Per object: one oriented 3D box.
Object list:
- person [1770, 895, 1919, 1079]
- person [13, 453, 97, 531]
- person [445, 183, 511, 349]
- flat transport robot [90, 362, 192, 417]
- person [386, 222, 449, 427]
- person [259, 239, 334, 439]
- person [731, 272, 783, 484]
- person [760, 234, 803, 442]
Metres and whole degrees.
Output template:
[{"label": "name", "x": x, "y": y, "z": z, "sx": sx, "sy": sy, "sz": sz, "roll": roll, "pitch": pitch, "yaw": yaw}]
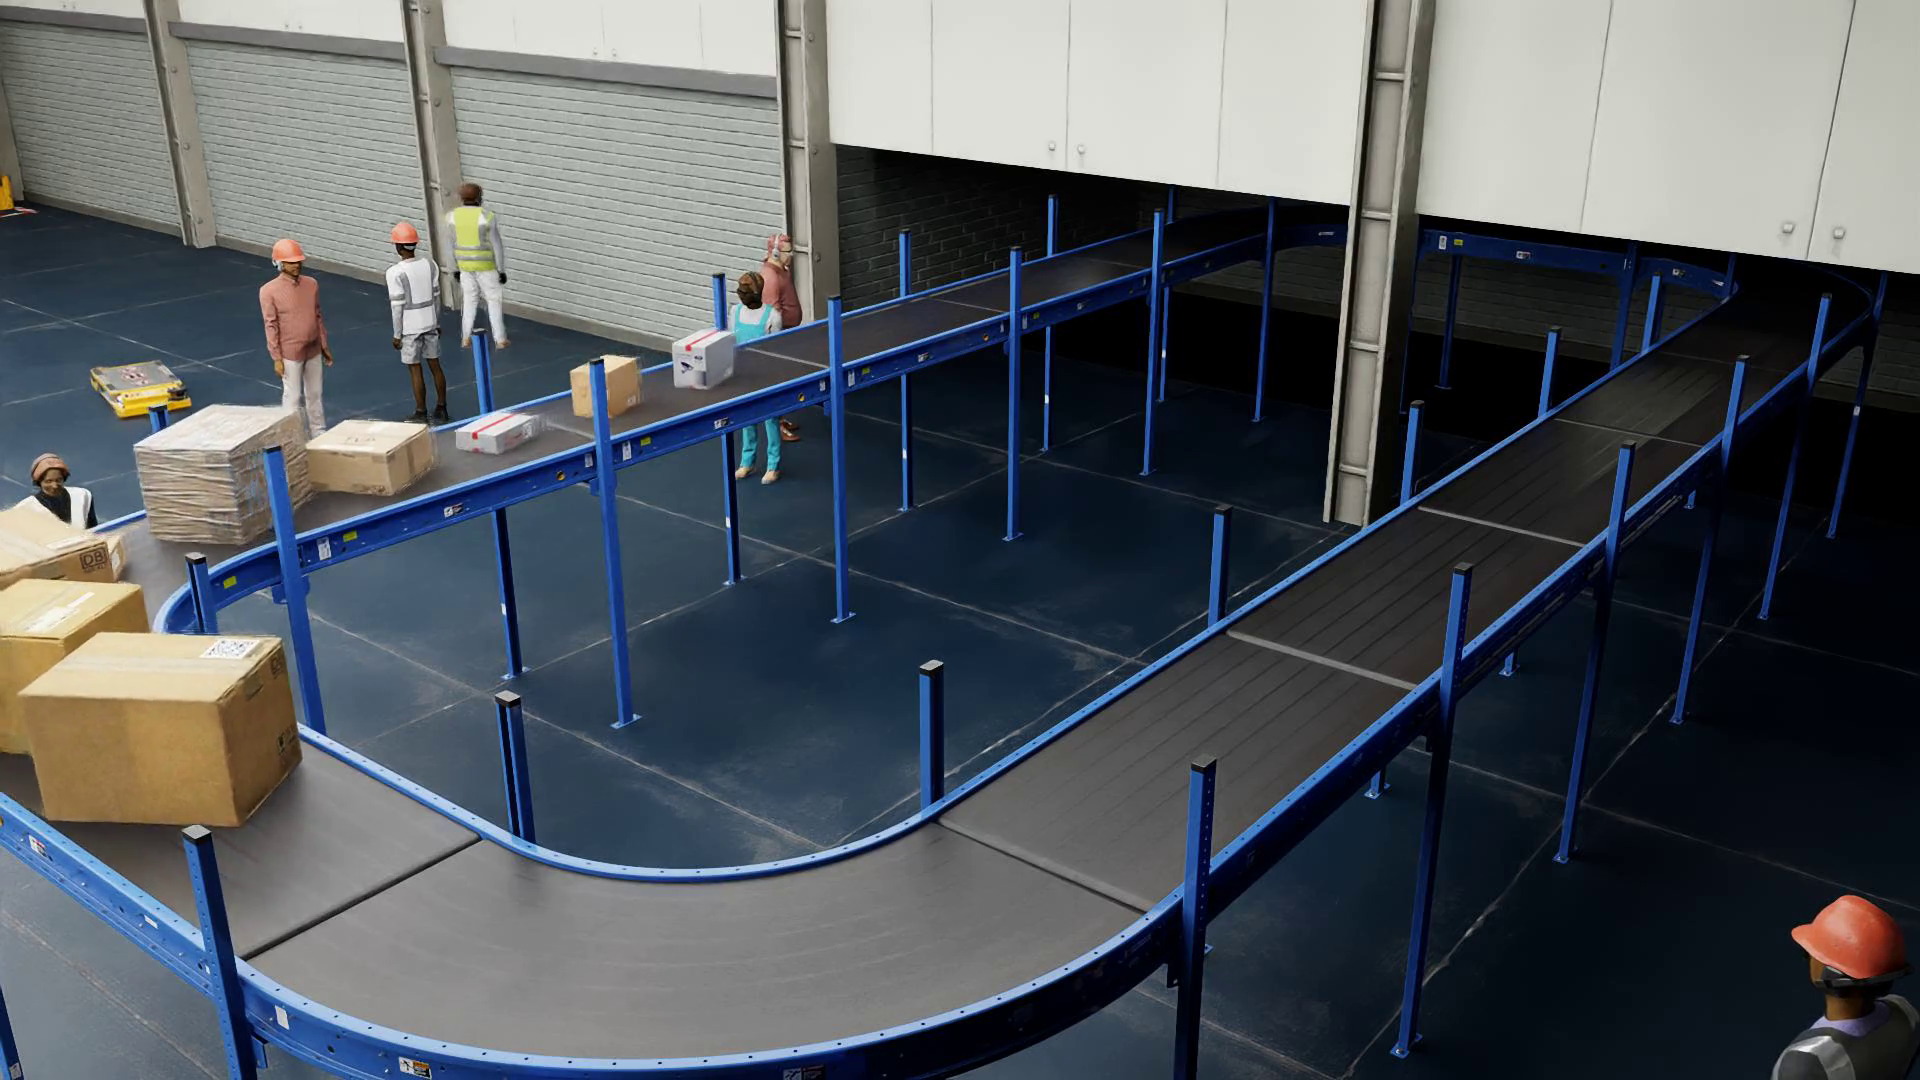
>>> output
[{"label": "person", "x": 2.663, "y": 2.026, "z": 5.259, "sx": 0.606, "sy": 2.044, "sz": 0.374, "roll": -14, "pitch": 25, "yaw": -32}, {"label": "person", "x": -5.540, "y": 0.243, "z": 10.331, "sx": 0.314, "sy": 1.639, "sz": 0.514, "roll": 13, "pitch": 25, "yaw": 30}, {"label": "person", "x": -5.319, "y": -3.003, "z": 18.365, "sx": 0.676, "sy": 1.833, "sz": 0.429, "roll": 5, "pitch": 22, "yaw": 11}, {"label": "flat transport robot", "x": -8.249, "y": -1.542, "z": 16.705, "sx": 0.652, "sy": 0.197, "sz": 1.431, "roll": -15, "pitch": 26, "yaw": -33}, {"label": "person", "x": -5.131, "y": -2.022, "z": 15.684, "sx": 0.356, "sy": 1.938, "sz": 0.545, "roll": 14, "pitch": 26, "yaw": 32}, {"label": "person", "x": -5.832, "y": -1.671, "z": 14.714, "sx": 0.379, "sy": 1.996, "sz": 0.609, "roll": 11, "pitch": 24, "yaw": 26}, {"label": "person", "x": -1.736, "y": -1.385, "z": 14.198, "sx": 0.506, "sy": 1.841, "sz": 0.345, "roll": 10, "pitch": 23, "yaw": 23}, {"label": "person", "x": -1.647, "y": -1.870, "z": 15.344, "sx": 0.401, "sy": 1.904, "sz": 0.651, "roll": -2, "pitch": 22, "yaw": -4}]
